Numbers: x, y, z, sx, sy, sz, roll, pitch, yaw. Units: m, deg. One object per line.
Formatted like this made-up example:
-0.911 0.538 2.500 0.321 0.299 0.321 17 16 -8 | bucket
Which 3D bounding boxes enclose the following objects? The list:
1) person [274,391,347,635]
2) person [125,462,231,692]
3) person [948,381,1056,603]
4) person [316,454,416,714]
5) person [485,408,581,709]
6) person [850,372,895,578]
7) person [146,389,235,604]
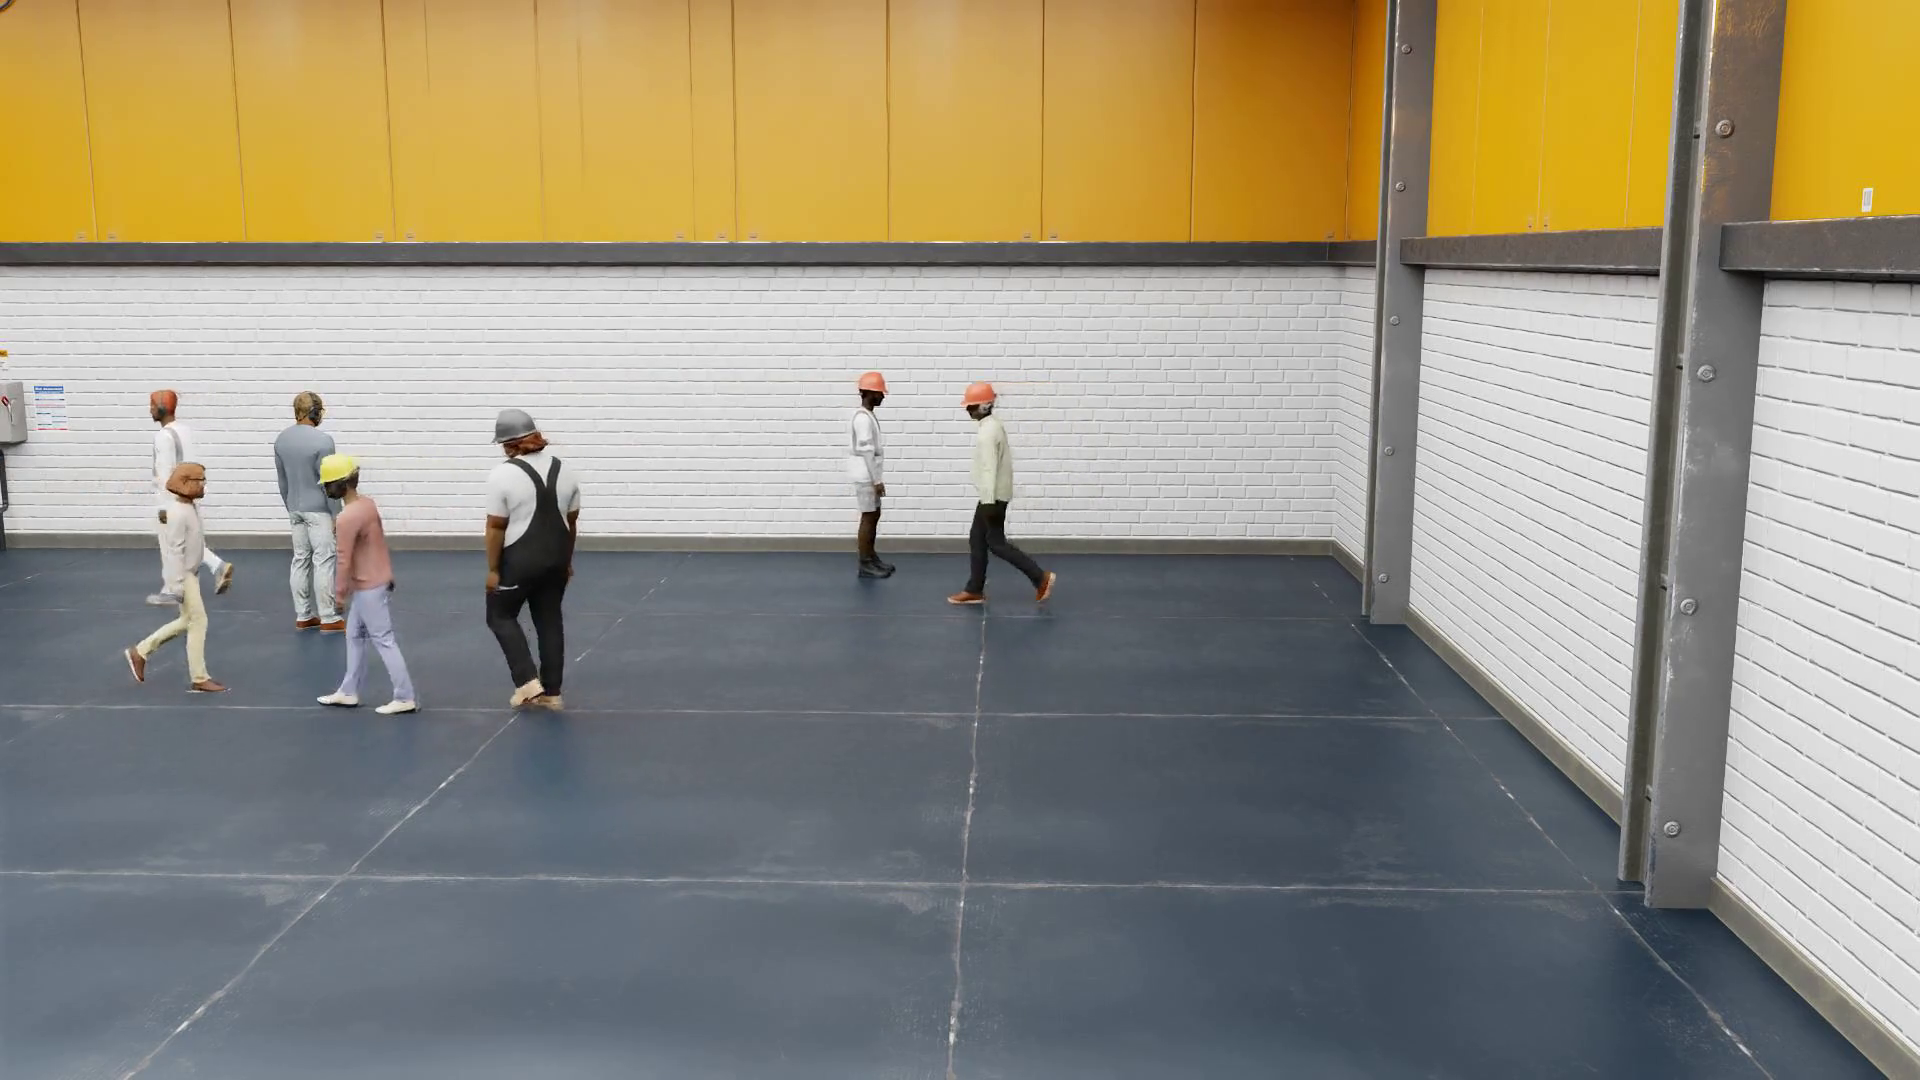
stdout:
-5.130 -0.215 13.200 0.631 1.939 0.372 5 11 27 | person
-5.405 0.260 11.397 0.632 1.613 0.500 -2 10 -11 | person
0.362 -0.385 14.171 0.859 1.956 0.657 1 10 4 | person
-3.939 0.299 10.786 0.779 1.722 0.540 -1 10 -3 | person
-2.832 0.123 10.920 0.536 2.000 0.715 8 13 40 | person
-0.828 -0.600 15.493 0.388 1.931 0.558 1 10 3 | person
-6.683 -0.363 14.269 0.642 1.869 0.592 -1 10 -4 | person
